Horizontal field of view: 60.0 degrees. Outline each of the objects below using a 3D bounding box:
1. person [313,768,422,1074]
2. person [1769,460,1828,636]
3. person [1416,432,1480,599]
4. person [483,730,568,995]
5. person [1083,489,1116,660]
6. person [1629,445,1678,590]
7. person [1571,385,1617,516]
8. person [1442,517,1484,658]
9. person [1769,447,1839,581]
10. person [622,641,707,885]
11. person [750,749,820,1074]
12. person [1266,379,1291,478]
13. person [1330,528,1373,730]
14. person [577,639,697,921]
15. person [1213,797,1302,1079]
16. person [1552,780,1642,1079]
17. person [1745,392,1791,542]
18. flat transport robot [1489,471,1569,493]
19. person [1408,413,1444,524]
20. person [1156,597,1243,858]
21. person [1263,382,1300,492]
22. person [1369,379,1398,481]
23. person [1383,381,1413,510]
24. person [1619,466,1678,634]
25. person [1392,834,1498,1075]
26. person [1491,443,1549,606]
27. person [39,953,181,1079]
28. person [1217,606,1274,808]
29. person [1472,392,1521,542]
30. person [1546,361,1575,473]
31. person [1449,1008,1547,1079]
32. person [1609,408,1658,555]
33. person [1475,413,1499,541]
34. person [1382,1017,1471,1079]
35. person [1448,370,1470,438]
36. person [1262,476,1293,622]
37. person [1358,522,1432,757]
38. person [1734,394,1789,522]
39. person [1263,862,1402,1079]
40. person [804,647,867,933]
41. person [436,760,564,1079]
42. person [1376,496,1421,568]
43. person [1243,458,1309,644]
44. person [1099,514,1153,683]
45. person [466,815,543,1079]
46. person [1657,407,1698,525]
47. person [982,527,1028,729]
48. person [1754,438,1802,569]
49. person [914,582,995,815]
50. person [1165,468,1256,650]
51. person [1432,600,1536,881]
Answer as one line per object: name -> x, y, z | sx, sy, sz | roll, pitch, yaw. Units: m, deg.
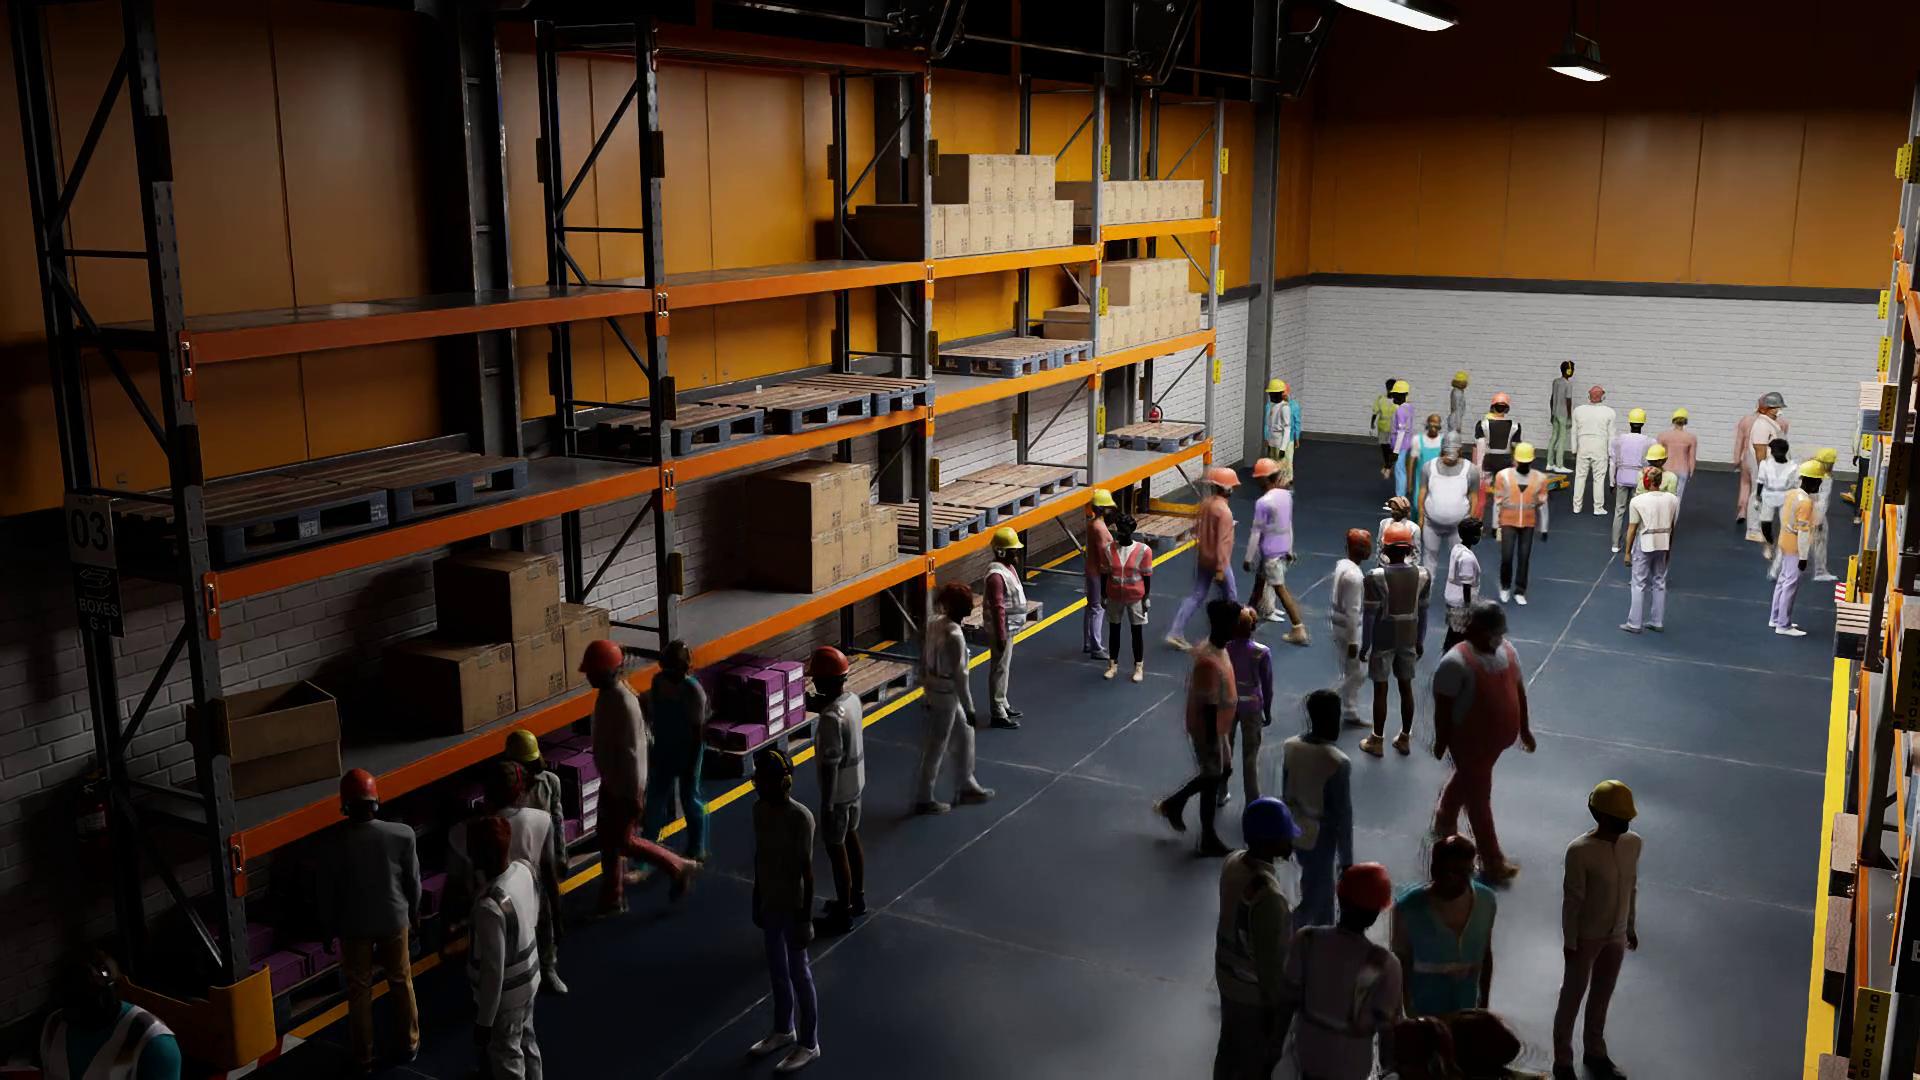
person -> -3.289, 2.114, 9.292 | 0.559, 1.752, 0.325 | -7, 14, -28
person -> 9.102, 0.081, 18.038 | 0.409, 1.917, 0.584 | 3, 13, 13
person -> 5.629, -0.258, 19.262 | 0.694, 2.000, 0.540 | 5, 13, 20
person -> -2.598, 1.962, 10.025 | 0.487, 1.737, 0.336 | -10, 16, -38
person -> 1.443, 0.350, 17.159 | 0.306, 1.771, 0.522 | -2, 13, -10
person -> 8.332, -0.277, 19.991 | 0.341, 1.759, 0.528 | -9, 16, -36
person -> 9.240, -1.309, 24.263 | 0.641, 1.913, 0.408 | 9, 15, 35
person -> 4.883, 0.606, 16.177 | 0.319, 1.693, 0.539 | 1, 13, 5
person -> 10.338, -0.302, 20.257 | 0.880, 1.694, 0.536 | -3, 13, -13
person -> -2.049, 1.563, 11.681 | 0.583, 1.790, 0.897 | 8, 15, 32
person -> -0.993, 2.059, 9.313 | 0.504, 1.861, 0.329 | 11, 17, 42
person -> 4.737, -1.446, 24.846 | 0.383, 1.923, 0.589 | -2, 13, -9
person -> 3.499, 0.809, 14.852 | 0.436, 1.871, 0.606 | 1, 13, 7
person -> -2.213, 1.590, 11.135 | 0.709, 1.971, 0.634 | -6, 14, -26
person -> 1.483, 2.220, 8.378 | 0.403, 1.948, 0.605 | -2, 13, -9
person -> 3.508, 2.150, 9.107 | 0.529, 1.768, 0.312 | -6, 14, -25
person -> 10.995, -1.008, 22.620 | 0.538, 2.000, 0.689 | 7, 15, 30
flat transport robot -> 8.944, -0.892, 26.099 | 0.652, 0.197, 1.431 | 12, 17, 42
person -> 6.268, -0.818, 22.284 | 0.515, 1.823, 0.563 | 1, 13, 6
person -> 1.791, 1.363, 12.222 | 0.574, 1.949, 0.638 | 4, 13, 16
person -> 5.032, -1.609, 25.994 | 0.572, 1.740, 0.351 | 0, 13, -1
person -> 7.021, -1.831, 27.207 | 0.555, 1.646, 0.892 | 6, 14, 26
person -> 6.497, -1.397, 24.622 | 0.371, 1.927, 0.588 | 5, 13, 20
person -> 7.490, 0.119, 18.048 | 0.561, 1.836, 0.389 | -3, 13, -13
person -> 2.371, 2.301, 8.288 | 0.574, 1.829, 0.643 | -4, 13, -16
person -> 6.485, -0.187, 19.235 | 0.623, 1.904, 0.436 | 2, 13, 8
person -> -3.549, 2.593, 6.950 | 0.625, 1.844, 0.429 | 3, 13, 12
person -> 2.210, 1.324, 13.079 | 0.514, 1.645, 0.308 | 7, 15, 30
person -> 7.255, -0.988, 22.566 | 0.612, 2.029, 0.409 | 1, 13, 6
person -> 10.030, -2.057, 27.718 | 0.309, 1.864, 0.535 | -3, 13, -15
person -> 2.205, 2.715, 6.913 | 0.541, 1.602, 0.396 | -1, 13, -4
person -> 8.798, -0.762, 21.771 | 0.589, 1.930, 0.356 | 8, 15, 33
person -> 7.133, -0.863, 22.637 | 0.397, 1.748, 0.559 | 7, 14, 29
person -> 1.792, 2.717, 6.316 | 0.433, 1.874, 0.687 | -9, 16, -36
person -> 8.199, -1.927, 27.411 | 0.319, 1.741, 0.491 | 2, 13, 10
person -> 3.543, 0.088, 18.626 | 0.311, 1.637, 0.523 | 3, 13, 12
person -> 3.708, 0.855, 14.276 | 0.608, 2.044, 0.370 | -2, 13, -11
person -> 11.288, -1.114, 23.459 | 0.653, 1.885, 0.561 | 8, 15, 32
person -> 1.723, 2.409, 7.727 | 0.583, 1.881, 0.993 | 12, 17, 44
person -> -0.832, 1.641, 11.027 | 0.390, 1.929, 0.548 | 3, 13, 14
person -> -2.539, 2.117, 9.151 | 0.692, 1.805, 0.472 | -7, 14, -27
person -> 4.591, 0.344, 17.476 | 0.312, 1.639, 0.520 | -10, 16, -39
person -> 3.304, 0.111, 17.771 | 1.098, 1.972, 0.620 | 9, 16, 36
person -> 1.626, 0.564, 16.379 | 0.536, 1.693, 0.319 | 4, 13, 18
person -> -2.290, 2.263, 8.330 | 0.355, 1.885, 0.575 | 1, 13, 3
person -> 9.911, -0.971, 23.092 | 0.552, 1.747, 0.367 | 5, 13, 20
person -> 0.407, 0.784, 15.070 | 0.404, 1.833, 0.588 | 2, 13, 7
person -> 10.383, -0.478, 21.068 | 0.586, 1.670, 0.412 | 10, 16, 39
person -> 0.001, 1.241, 12.977 | 0.821, 1.852, 0.586 | -2, 13, -8
person -> 2.617, 0.210, 17.381 | 0.983, 1.956, 0.629 | -4, 13, -16
person -> 3.780, 1.350, 12.064 | 0.696, 2.000, 1.039 | -7, 15, -30
